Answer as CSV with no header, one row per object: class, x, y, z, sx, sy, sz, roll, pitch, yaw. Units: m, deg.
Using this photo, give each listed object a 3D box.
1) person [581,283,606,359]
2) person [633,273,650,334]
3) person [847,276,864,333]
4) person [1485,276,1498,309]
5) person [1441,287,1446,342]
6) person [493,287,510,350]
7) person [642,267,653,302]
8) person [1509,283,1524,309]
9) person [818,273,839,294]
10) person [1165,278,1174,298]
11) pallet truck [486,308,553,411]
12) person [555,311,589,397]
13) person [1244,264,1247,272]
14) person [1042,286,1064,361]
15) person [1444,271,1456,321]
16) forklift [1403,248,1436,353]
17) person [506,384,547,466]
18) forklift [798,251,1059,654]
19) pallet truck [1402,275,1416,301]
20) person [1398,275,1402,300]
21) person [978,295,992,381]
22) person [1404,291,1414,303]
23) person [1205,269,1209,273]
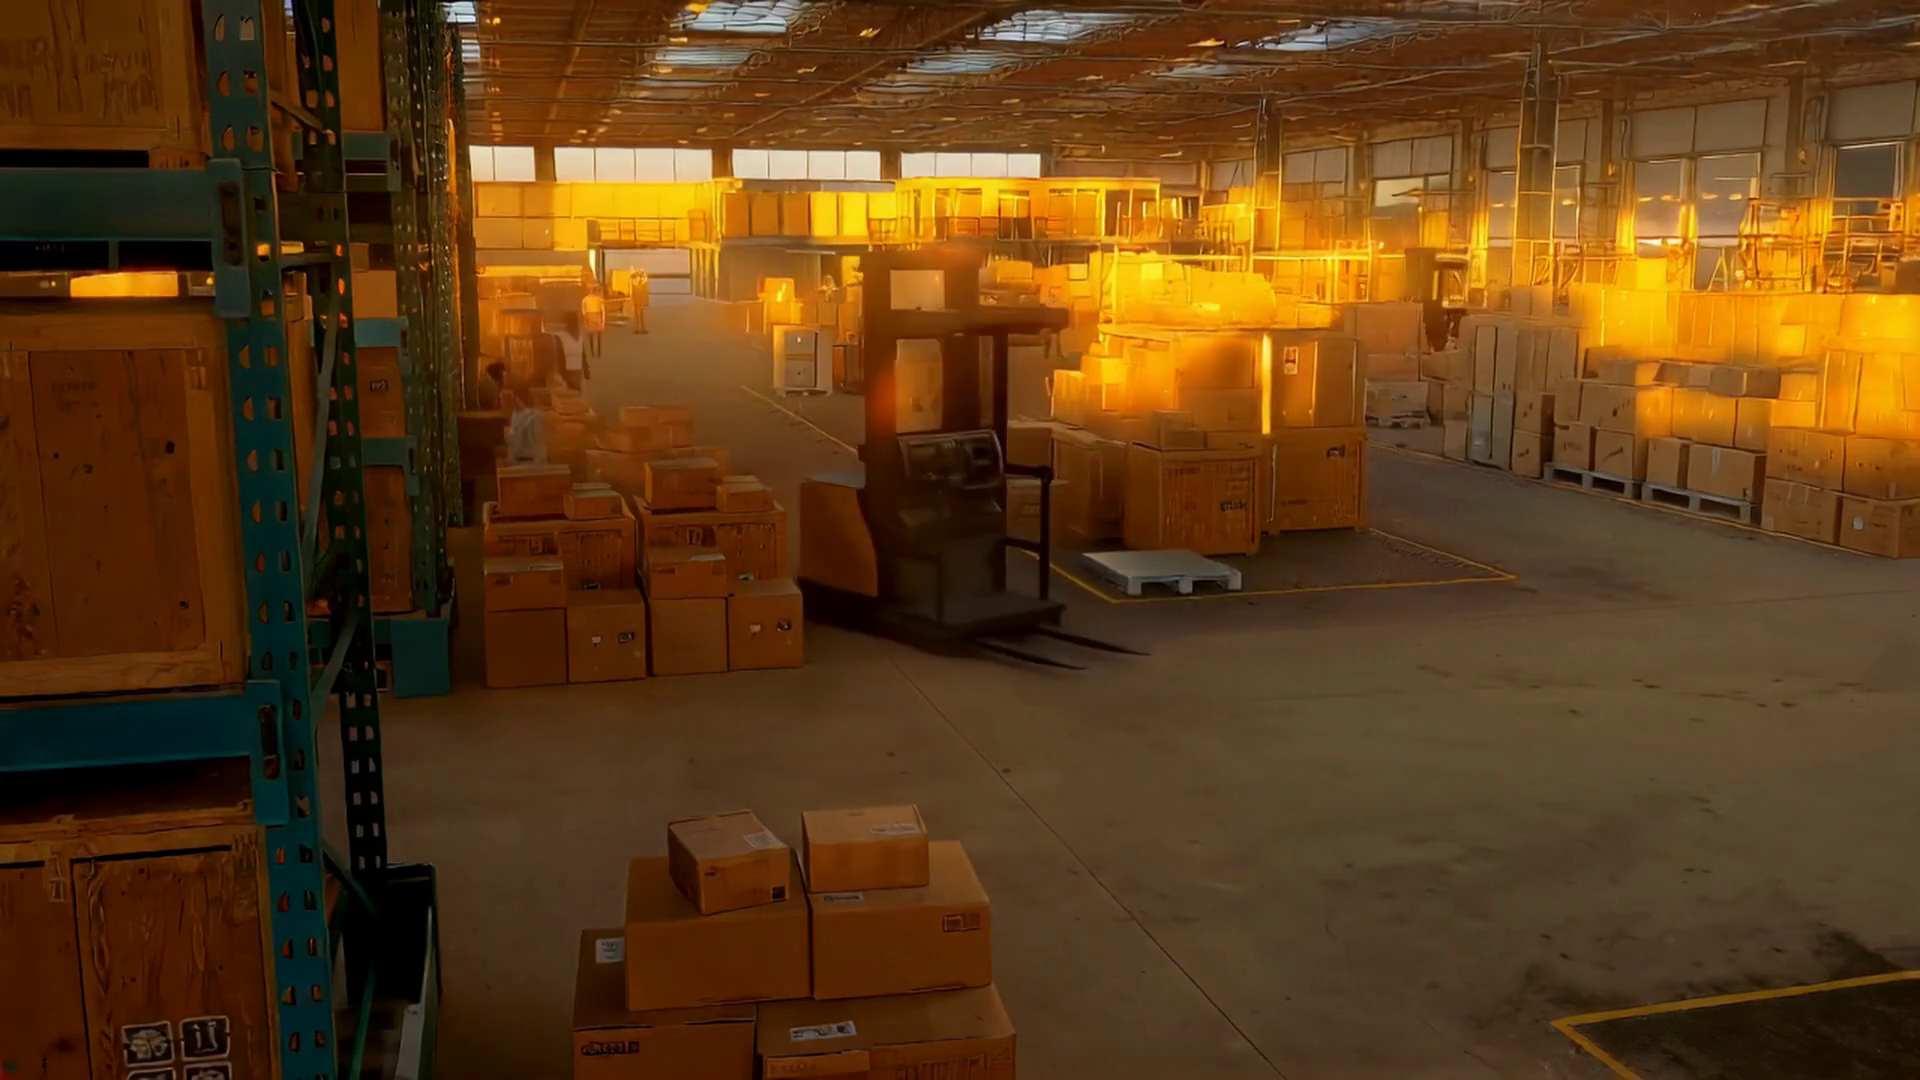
person,-9.345,-5.586,42.495,0.604,1.941,0.904,-3,10,-15
person,-10.503,-7.798,54.834,0.395,1.992,0.622,9,14,42
person,-3.268,-7.254,51.919,0.552,1.935,0.374,1,10,3
person,18.804,-8.419,58.846,0.430,1.837,0.620,10,14,44
person,14.561,-6.825,50.270,0.318,1.663,0.636,6,12,30
person,-12.717,-6.155,46.242,0.532,1.753,0.469,2,10,13
person,-16.218,-13.182,85.786,0.942,1.825,0.569,9,13,41
person,15.094,-6.041,45.179,0.598,1.902,0.732,-6,12,-30
person,-4.322,-7.804,54.742,0.690,2.000,0.982,-1,10,-8
person,6.746,-7.508,53.595,0.328,1.861,0.503,2,10,11
pallet truck,-6.242,-2.418,24.362,0.823,1.965,1.885,1,10,3
person,-6.171,-2.673,26.171,0.862,1.878,0.636,6,11,29
person,15.830,-14.300,91.894,0.607,1.917,1.027,4,11,22
person,2.347,-5.437,41.799,0.601,1.892,0.876,-3,11,-18
person,18.753,-9.328,63.673,0.621,1.941,0.508,-5,11,-28
forklift,10.758,-5.481,39.212,1.873,2.768,1.129,-3,10,-15
person,-3.956,-0.606,15.159,0.522,1.629,0.374,7,12,35
forklift,-0.300,-0.745,12.392,1.129,2.768,1.873,-8,13,-39
pallet truck,14.620,-7.324,52.145,0.823,1.965,1.885,8,13,40
person,20.823,-11.883,78.199,0.594,1.911,0.471,-4,11,-23
person,0.587,-4.301,35.497,0.536,1.843,0.652,-8,13,-38
person,10.022,-4.643,37.310,0.636,1.886,1.055,0,10,-1
person,11.945,-12.260,80.721,0.633,1.789,0.976,5,11,24
